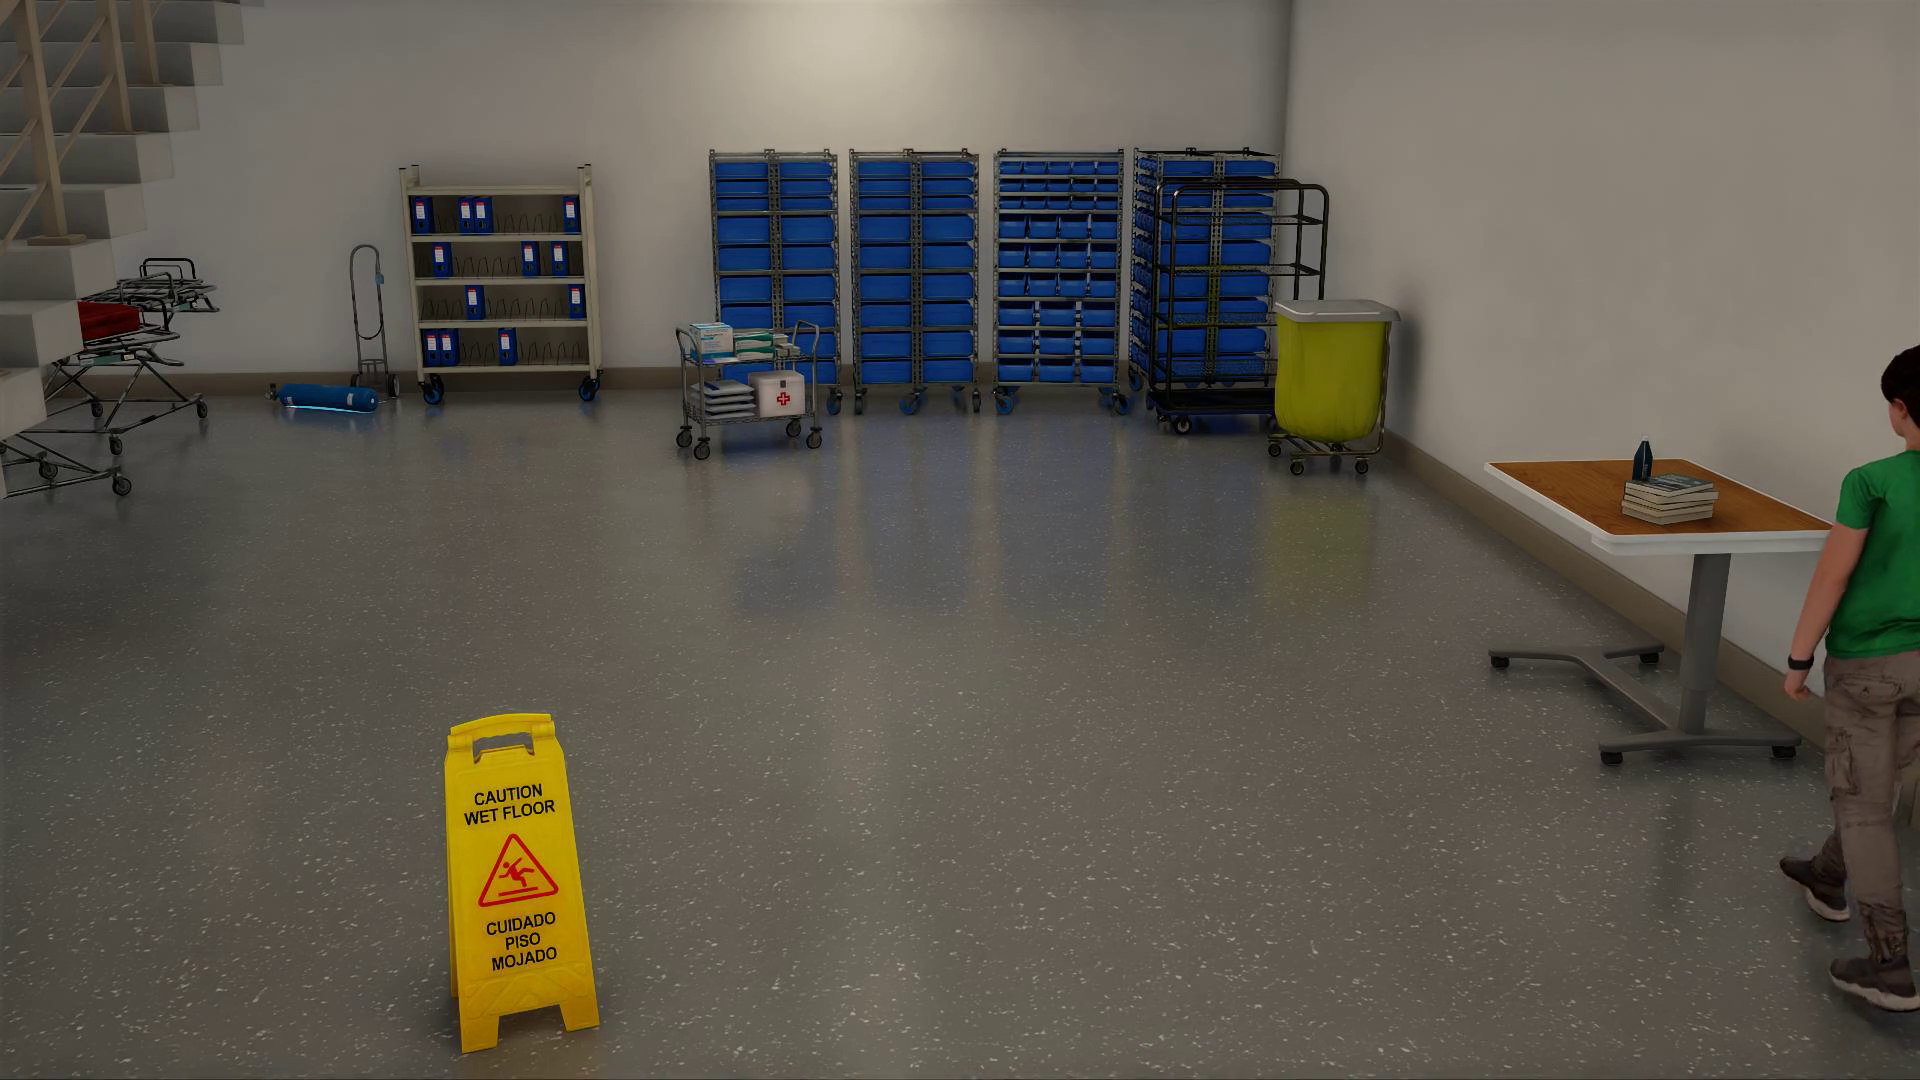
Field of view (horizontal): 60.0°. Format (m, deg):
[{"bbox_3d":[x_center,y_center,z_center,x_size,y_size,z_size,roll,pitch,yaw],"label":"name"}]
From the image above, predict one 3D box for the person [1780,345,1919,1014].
[{"bbox_3d":[2.327,0.362,4.092,0.644,1.614,1.033,0,16,-1],"label":"person"}]
